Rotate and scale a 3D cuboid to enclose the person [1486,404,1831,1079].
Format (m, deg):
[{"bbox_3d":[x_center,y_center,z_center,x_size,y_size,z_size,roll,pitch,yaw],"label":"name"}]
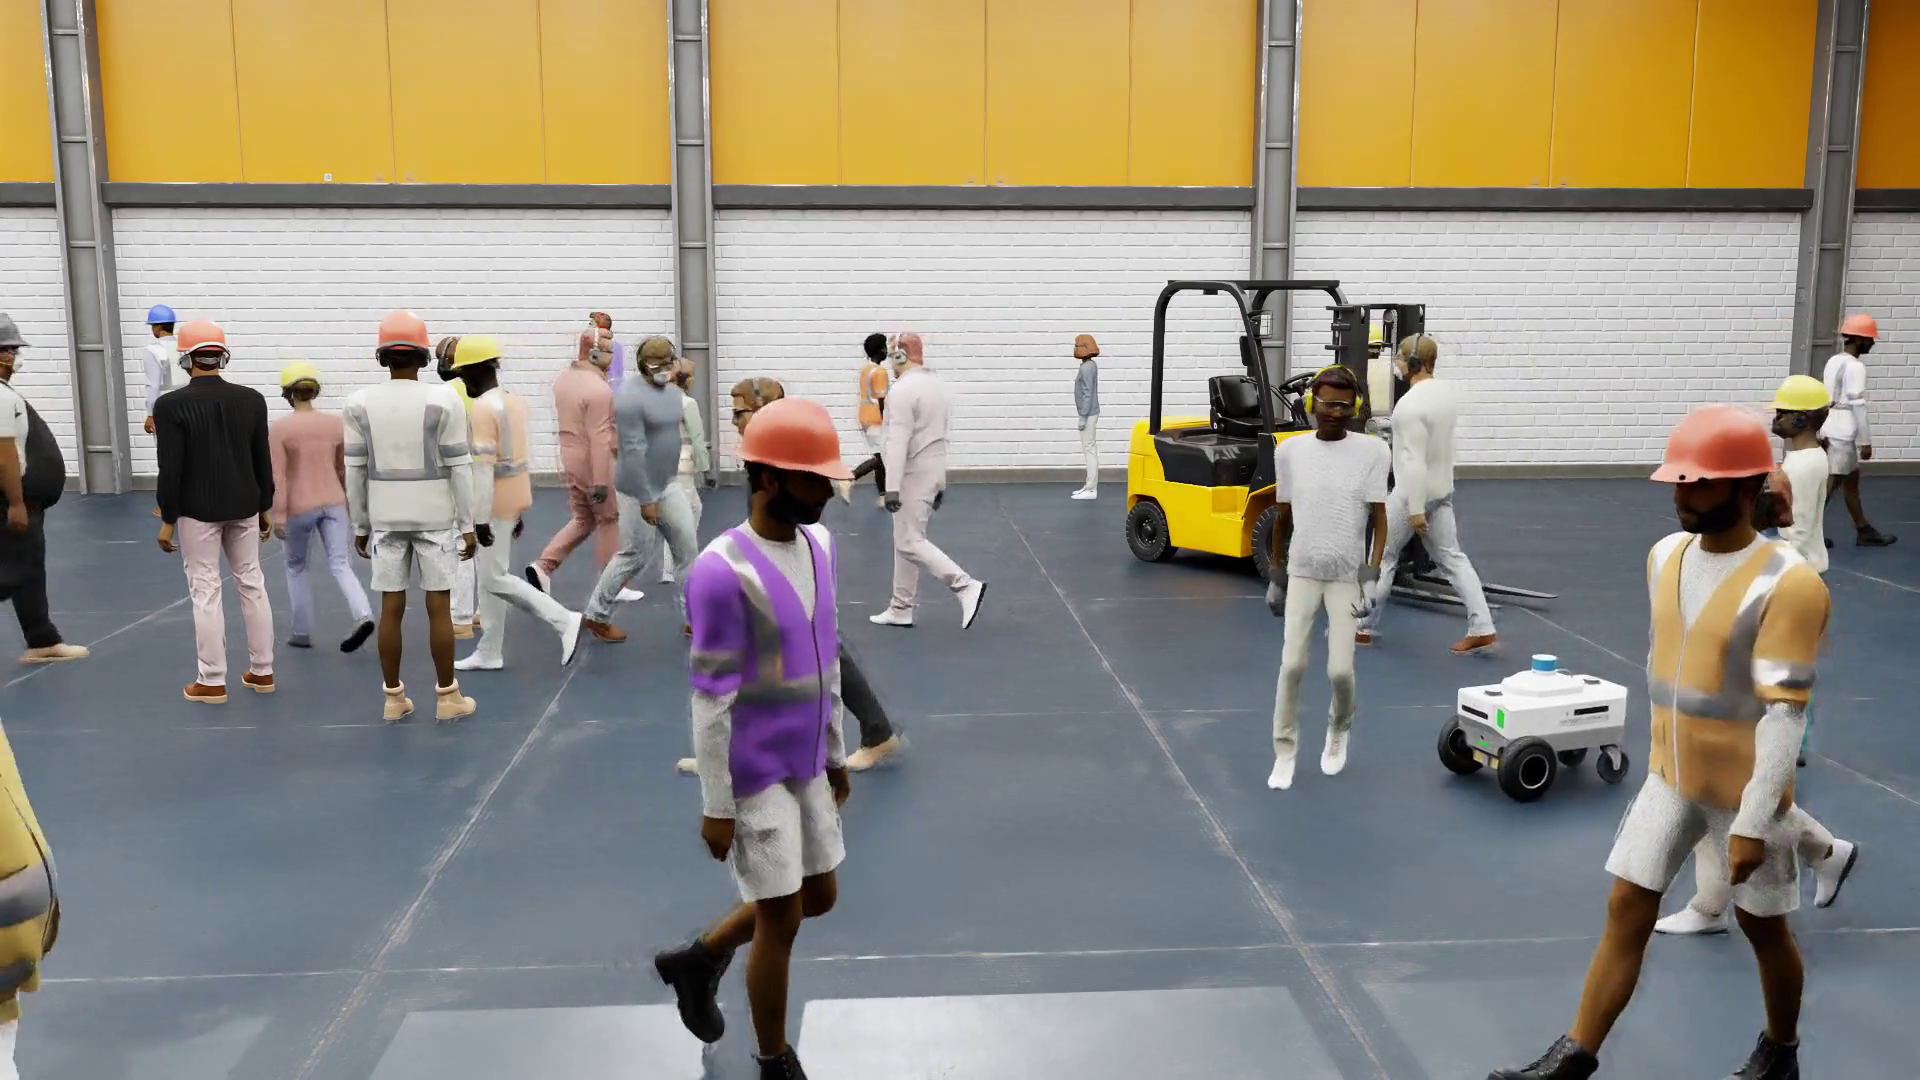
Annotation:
[{"bbox_3d":[1.843,0.608,4.212,0.972,1.884,0.572,-4,10,-21],"label":"person"}]

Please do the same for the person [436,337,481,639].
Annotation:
[{"bbox_3d":[-3.055,-0.317,10.173,0.429,1.844,0.625,4,10,22],"label":"person"}]

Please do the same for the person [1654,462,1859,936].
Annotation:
[{"bbox_3d":[2.693,0.529,5.550,0.628,1.614,0.513,1,9,6],"label":"person"}]

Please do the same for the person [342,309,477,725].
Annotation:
[{"bbox_3d":[-2.686,-0.103,8.180,0.615,2.047,0.360,0,9,0],"label":"person"}]

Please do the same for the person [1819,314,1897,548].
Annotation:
[{"bbox_3d":[7.202,-0.864,13.424,0.819,1.899,0.569,2,9,11],"label":"person"}]

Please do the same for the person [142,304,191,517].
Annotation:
[{"bbox_3d":[-7.246,-1.182,15.277,0.400,1.944,0.618,3,10,19],"label":"person"}]

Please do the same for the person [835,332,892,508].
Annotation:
[{"bbox_3d":[-0.847,-1.112,15.649,0.630,1.682,0.543,-2,9,-15],"label":"person"}]

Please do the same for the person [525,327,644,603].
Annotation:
[{"bbox_3d":[-2.494,-0.473,11.047,0.716,1.877,0.644,-8,12,-40],"label":"person"}]

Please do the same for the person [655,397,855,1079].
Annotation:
[{"bbox_3d":[-0.556,0.572,4.392,0.658,1.915,0.563,5,10,28],"label":"person"}]

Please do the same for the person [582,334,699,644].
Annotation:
[{"bbox_3d":[-1.888,-0.290,9.894,0.808,1.884,0.640,4,10,24],"label":"person"}]

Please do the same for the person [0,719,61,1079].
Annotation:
[{"bbox_3d":[-1.884,0.834,3.029,0.778,1.818,0.642,-2,9,-14],"label":"person"}]

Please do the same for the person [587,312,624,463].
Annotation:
[{"bbox_3d":[-3.552,-1.359,16.687,0.390,1.849,0.565,2,9,15],"label":"person"}]

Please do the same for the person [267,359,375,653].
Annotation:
[{"bbox_3d":[-3.727,-0.187,9.711,0.776,1.727,0.551,9,13,44],"label":"person"}]

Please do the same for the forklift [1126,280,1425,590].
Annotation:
[{"bbox_3d":[2.301,-0.860,12.475,1.214,2.155,2.313,-6,11,-35],"label":"forklift"}]

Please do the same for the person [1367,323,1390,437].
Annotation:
[{"bbox_3d":[3.257,-0.816,13.327,0.592,1.834,0.404,-4,10,-25],"label":"person"}]

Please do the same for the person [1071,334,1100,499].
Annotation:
[{"bbox_3d":[1.248,-1.221,16.494,0.281,1.634,0.498,2,9,10],"label":"person"}]

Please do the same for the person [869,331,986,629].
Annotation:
[{"bbox_3d":[-0.198,-0.356,10.328,0.761,1.868,0.702,4,10,21],"label":"person"}]

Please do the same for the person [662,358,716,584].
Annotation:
[{"bbox_3d":[-1.966,-0.493,11.971,0.507,1.623,0.520,-6,11,-32],"label":"person"}]

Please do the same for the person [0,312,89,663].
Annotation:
[{"bbox_3d":[-5.373,-0.264,9.217,0.767,2.000,0.692,-6,11,-32],"label":"person"}]

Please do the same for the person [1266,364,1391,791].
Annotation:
[{"bbox_3d":[1.581,0.160,7.185,0.506,1.843,0.525,3,10,18],"label":"person"}]

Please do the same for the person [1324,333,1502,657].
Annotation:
[{"bbox_3d":[2.700,-0.256,9.687,1.038,1.894,0.631,8,12,41],"label":"person"}]

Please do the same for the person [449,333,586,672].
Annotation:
[{"bbox_3d":[-2.470,-0.190,9.201,0.737,1.892,0.638,0,9,1],"label":"person"}]

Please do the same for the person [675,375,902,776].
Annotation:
[{"bbox_3d":[-0.724,0.171,7.323,0.995,1.796,0.532,-2,9,-11],"label":"person"}]

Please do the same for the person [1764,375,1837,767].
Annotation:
[{"bbox_3d":[3.757,0.141,7.535,0.313,1.769,0.525,5,10,27],"label":"person"}]

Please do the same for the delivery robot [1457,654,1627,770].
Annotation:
[{"bbox_3d":[2.533,0.742,7.234,0.707,0.478,0.477,-2,10,-20],"label":"delivery robot"}]

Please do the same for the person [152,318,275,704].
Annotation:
[{"bbox_3d":[-3.880,-0.153,8.661,0.397,1.992,0.623,7,11,37],"label":"person"}]
